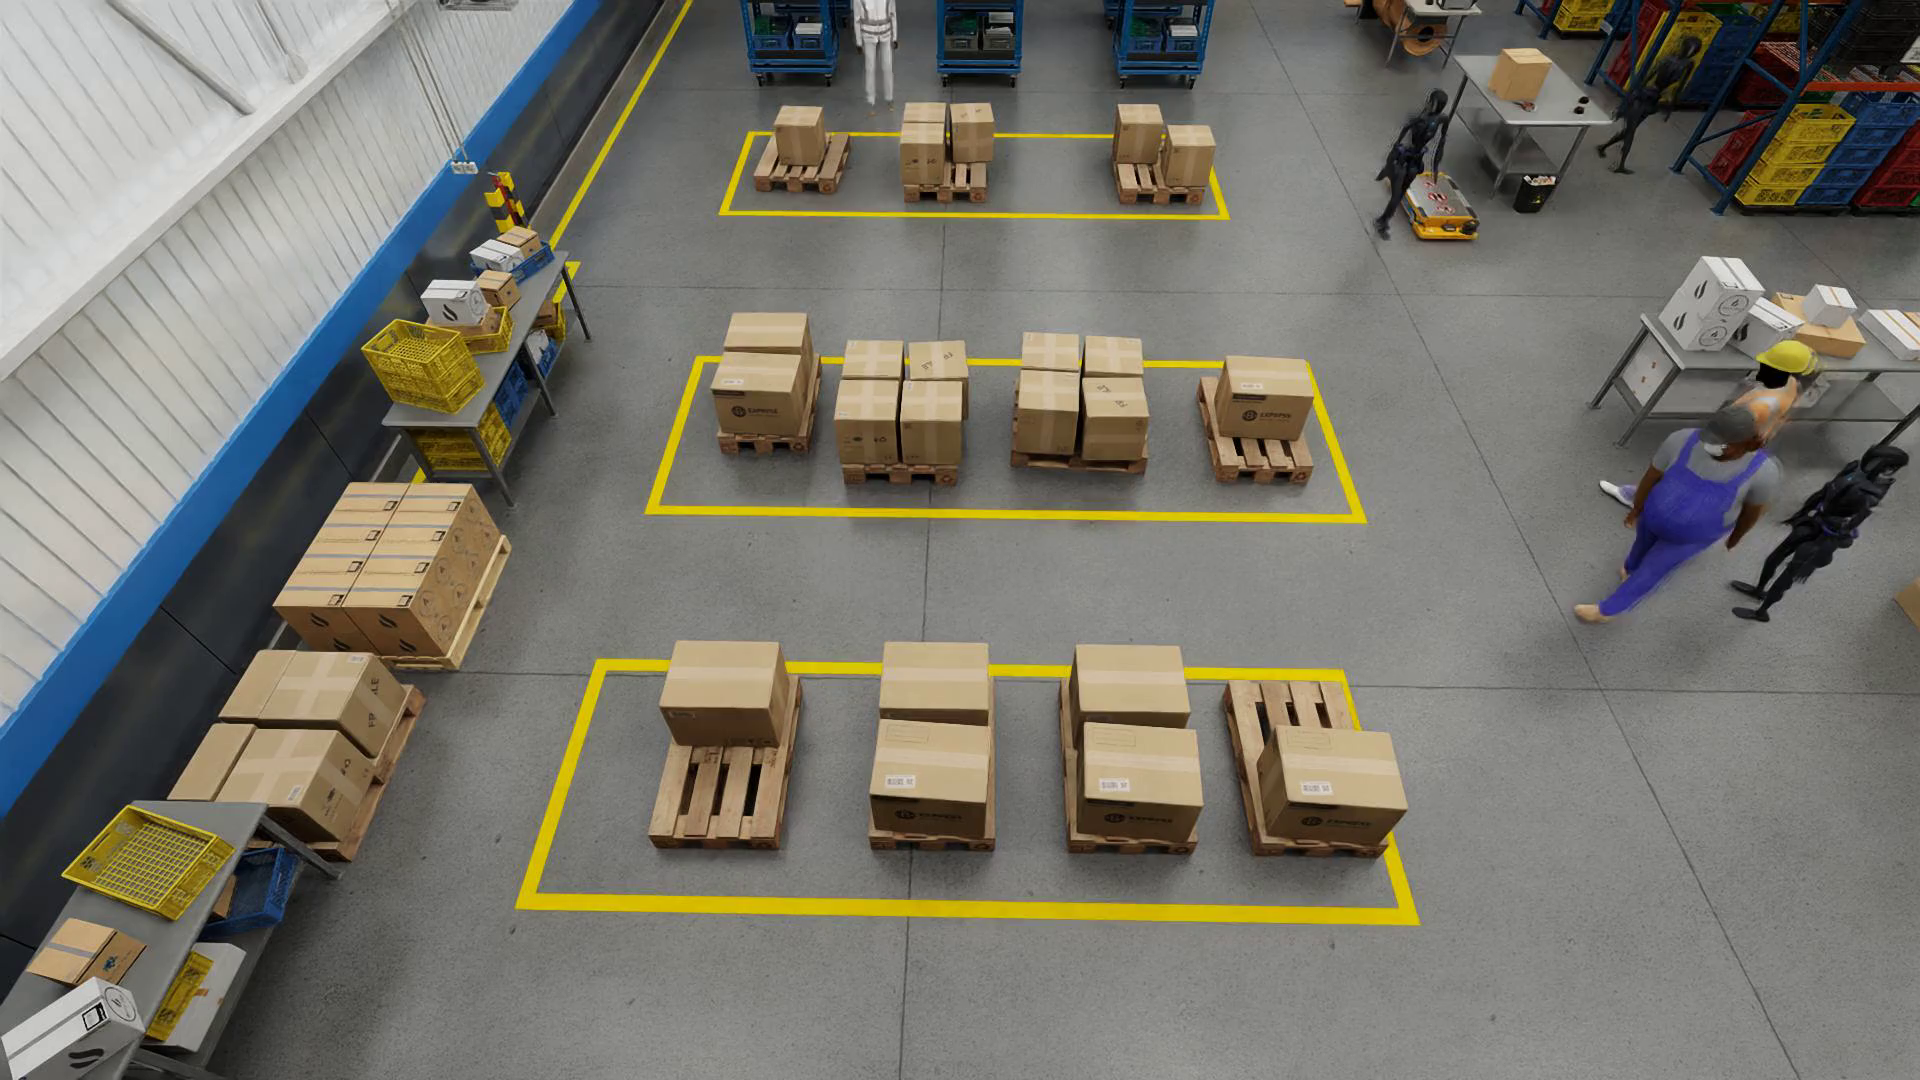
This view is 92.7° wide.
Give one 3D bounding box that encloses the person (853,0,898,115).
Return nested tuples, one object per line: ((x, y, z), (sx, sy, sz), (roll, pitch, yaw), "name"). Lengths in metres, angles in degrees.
((-1.118, -6.716, 12.286), (0.595, 1.875, 0.368), (-12, 50, -10), "person")

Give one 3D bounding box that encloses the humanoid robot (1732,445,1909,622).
((6.178, -0.023, 6.619), (0.368, 1.648, 0.666), (16, 51, 14), "humanoid robot")

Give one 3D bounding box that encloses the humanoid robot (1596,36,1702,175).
((8.431, -5.390, 11.311), (0.635, 1.637, 0.782), (-12, 50, -10), "humanoid robot")

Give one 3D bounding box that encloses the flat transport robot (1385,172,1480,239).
((5.692, -4.094, 11.059), (0.652, 0.197, 1.431), (1, 49, 1), "flat transport robot")

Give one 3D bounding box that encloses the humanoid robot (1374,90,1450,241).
((5.029, -4.169, 10.220), (0.603, 1.638, 0.623), (-12, 50, -10), "humanoid robot")

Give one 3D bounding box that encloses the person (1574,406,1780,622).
((5.159, -0.208, 6.543), (0.857, 2.000, 0.712), (-23, 53, -19), "person")

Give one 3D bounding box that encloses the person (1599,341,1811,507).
((5.866, -0.760, 7.126), (0.890, 1.875, 0.598), (37, 58, 27), "person")
